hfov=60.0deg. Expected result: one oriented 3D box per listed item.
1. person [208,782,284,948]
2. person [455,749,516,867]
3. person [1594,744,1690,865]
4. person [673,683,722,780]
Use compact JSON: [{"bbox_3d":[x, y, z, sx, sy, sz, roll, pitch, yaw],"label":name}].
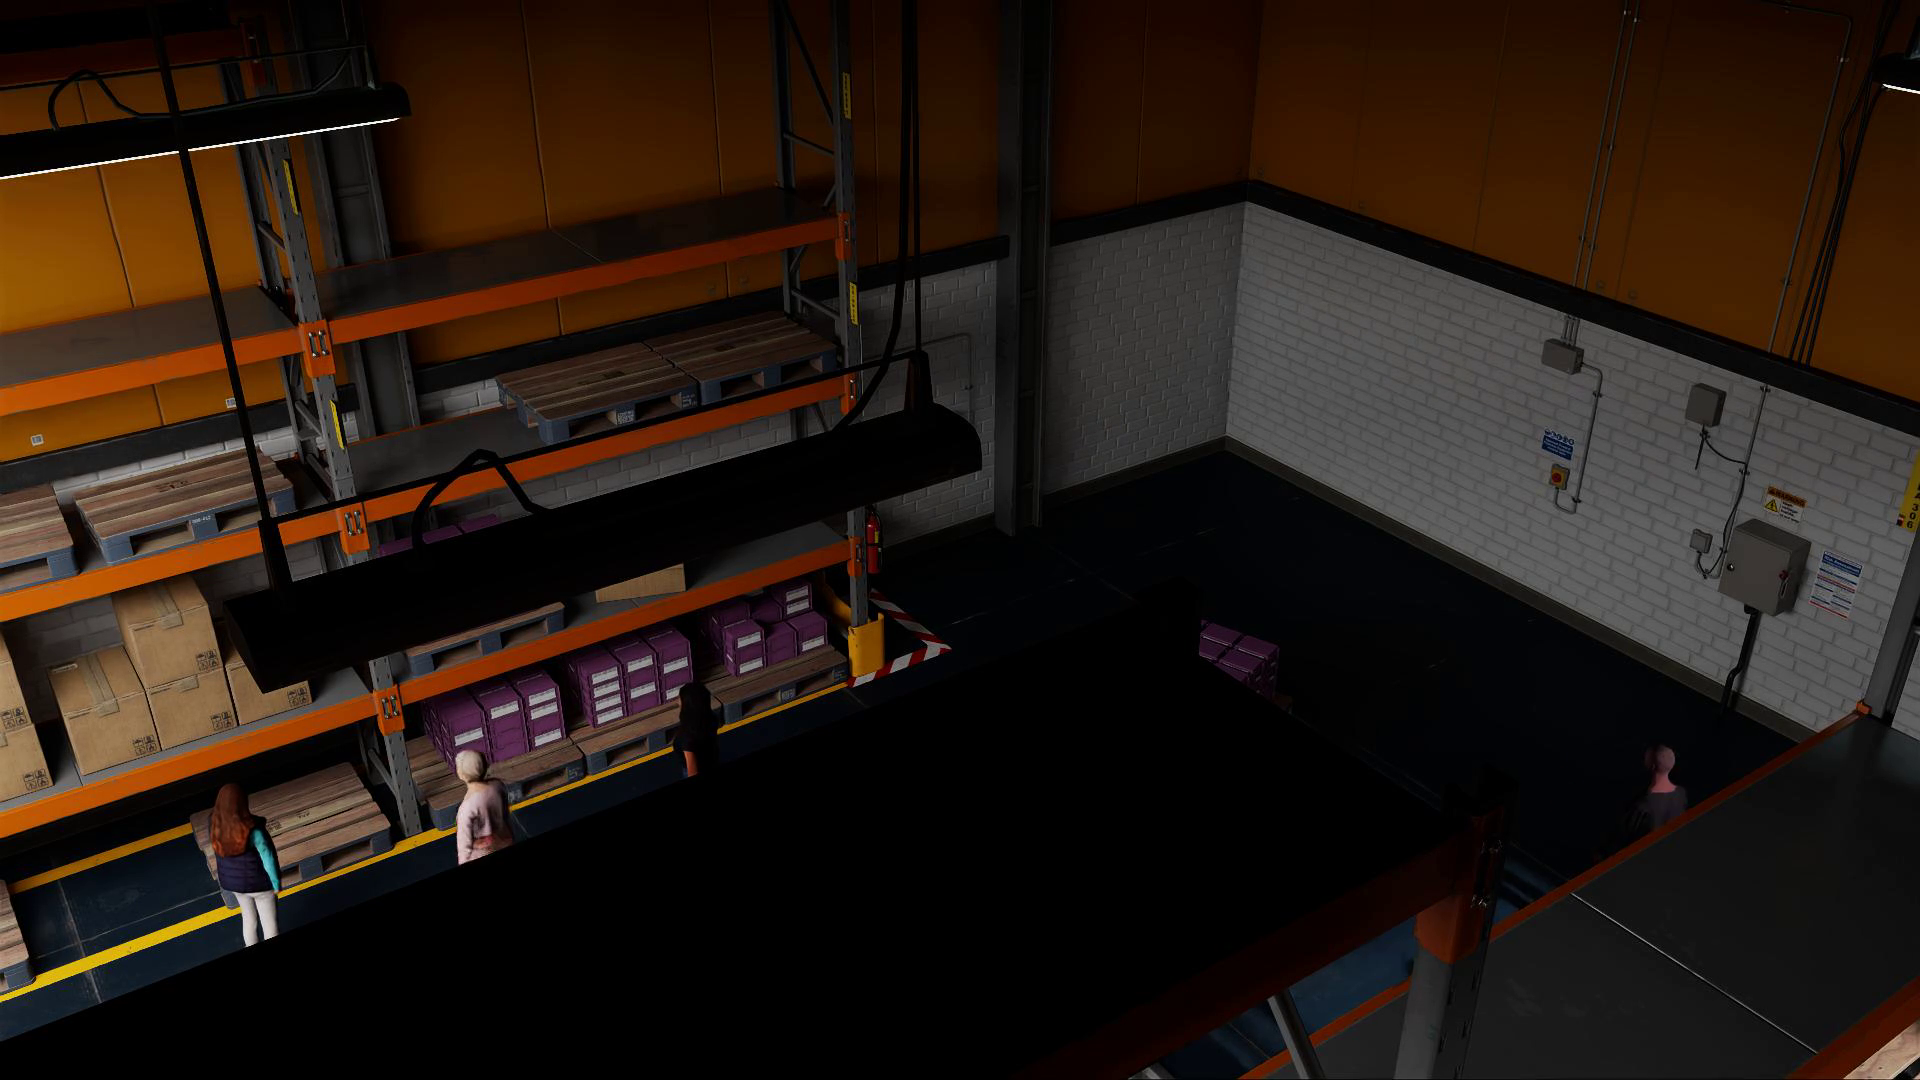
[{"bbox_3d":[-4.681,2.233,10.974,0.683,1.499,0.730,9,30,15],"label":"person"},{"bbox_3d":[-3.045,2.116,10.995,0.796,1.683,0.727,8,30,14],"label":"person"},{"bbox_3d":[4.528,2.166,10.889,1.127,1.697,0.782,-13,31,-22],"label":"person"},{"bbox_3d":[-1.777,1.749,11.617,0.716,1.734,0.625,11,31,20],"label":"person"}]
